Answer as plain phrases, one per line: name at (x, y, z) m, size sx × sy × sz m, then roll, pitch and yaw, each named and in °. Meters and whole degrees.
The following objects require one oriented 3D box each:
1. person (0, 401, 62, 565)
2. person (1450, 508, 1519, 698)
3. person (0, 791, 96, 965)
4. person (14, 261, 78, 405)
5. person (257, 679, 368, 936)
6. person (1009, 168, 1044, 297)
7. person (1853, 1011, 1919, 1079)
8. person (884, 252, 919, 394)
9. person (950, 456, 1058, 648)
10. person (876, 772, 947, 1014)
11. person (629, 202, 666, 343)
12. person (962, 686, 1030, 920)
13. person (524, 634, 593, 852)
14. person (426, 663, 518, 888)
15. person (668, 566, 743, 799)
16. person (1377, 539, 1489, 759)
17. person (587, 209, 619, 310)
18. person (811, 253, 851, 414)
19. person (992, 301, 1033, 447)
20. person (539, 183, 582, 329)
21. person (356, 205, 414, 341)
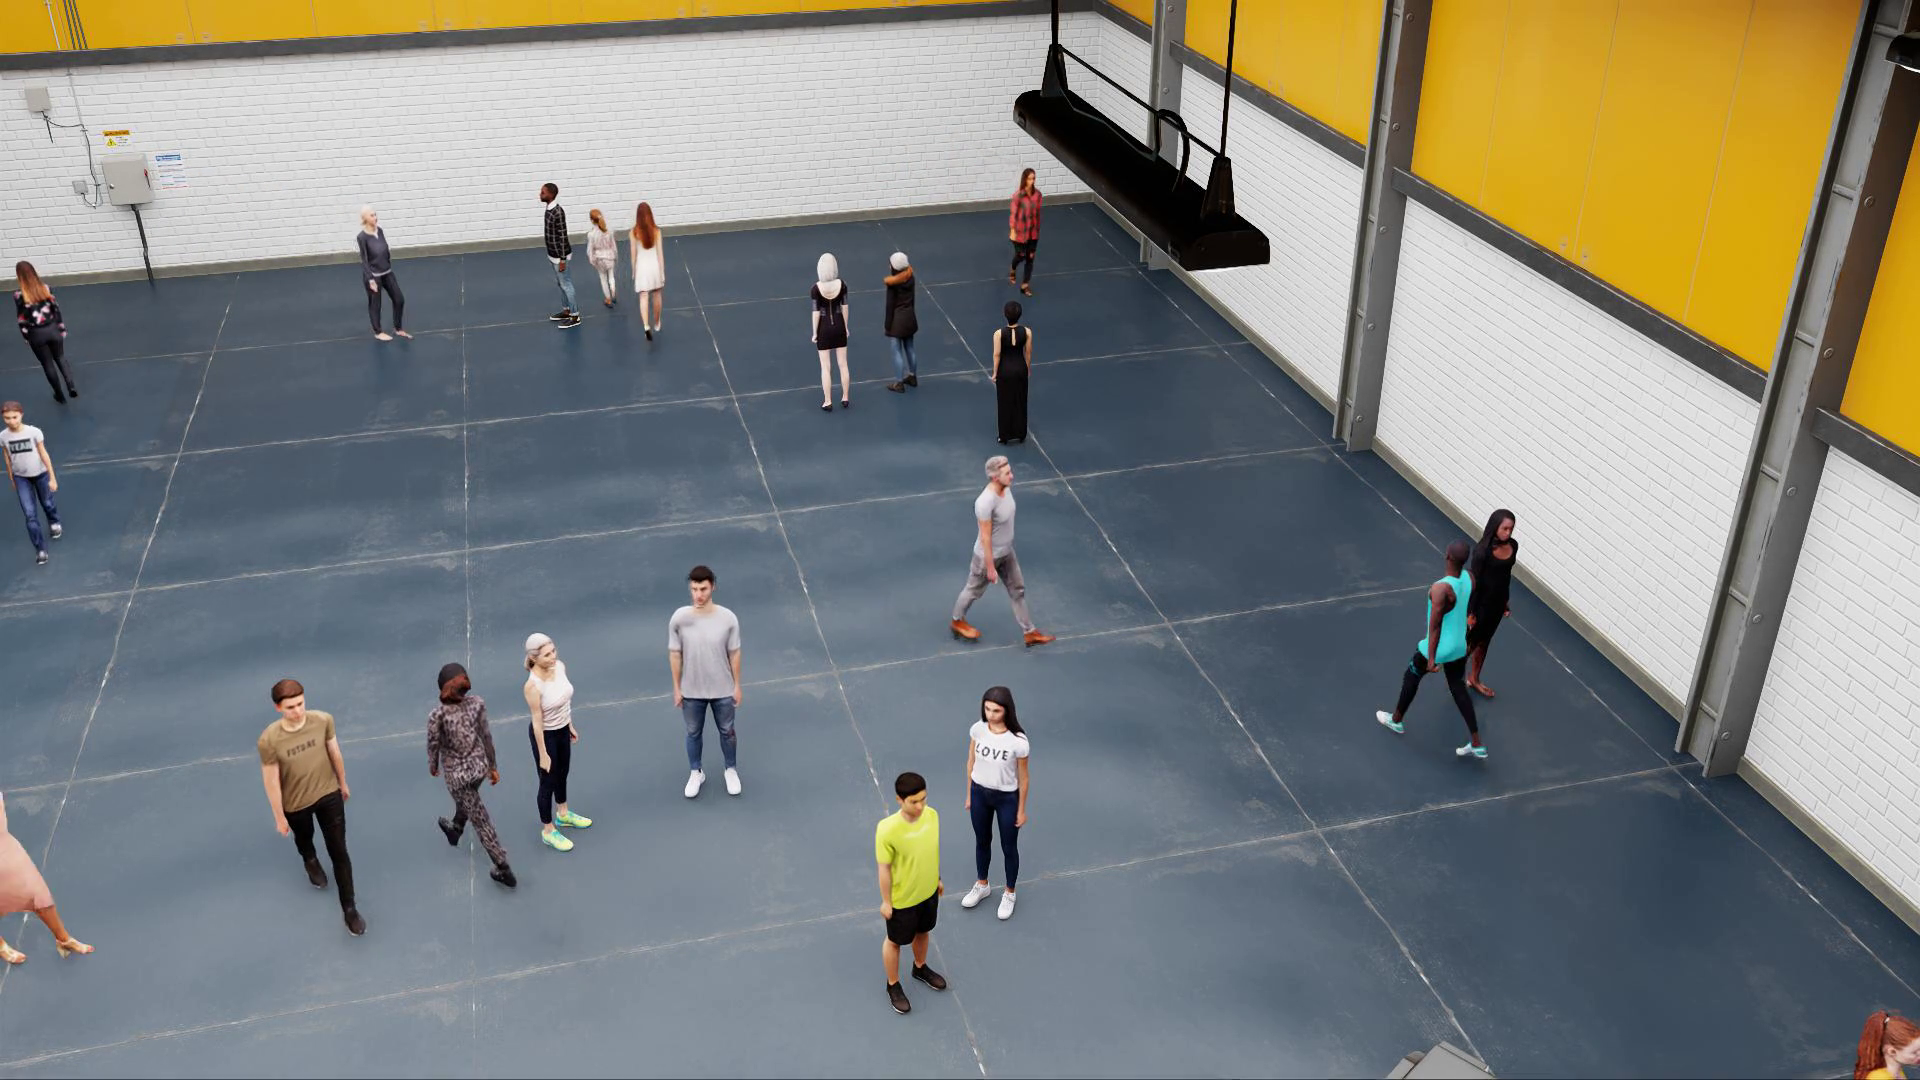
person at (-8.723, -0.621, 15.659) m, size 0.646 × 1.516 × 1.094 m, roll -11°, pitch 30°, yaw -19°
person at (4.221, 0.522, 13.348) m, size 0.668 × 1.721 × 0.612 m, roll -17°, pitch 33°, yaw -28°
person at (-6.247, 1.997, 10.556) m, size 0.923 × 1.807 × 0.956 m, roll 5°, pitch 29°, yaw 9°
person at (-10.178, -2.288, 18.549) m, size 0.822 × 1.675 × 0.758 m, roll 24°, pitch 36°, yaw 36°
person at (-4.375, 1.692, 11.114) m, size 0.985 × 1.808 × 1.336 m, roll -19°, pitch 34°, yaw -31°
person at (0.820, -4.042, 21.749) m, size 0.702 × 1.689 × 0.787 m, roll -13°, pitch 31°, yaw -23°
person at (4.624, 3.125, 8.546) m, size 0.744 × 1.751 × 0.670 m, roll 11°, pitch 31°, yaw 19°
person at (-0.664, -2.487, 18.959) m, size 0.768 × 1.631 × 0.729 m, roll 21°, pitch 35°, yaw 33°
person at (0.195, 0.115, 14.039) m, size 1.256 × 1.775 × 1.242 m, roll 13°, pitch 31°, yaw 23°
person at (-0.316, 2.155, 10.369) m, size 0.698 × 1.708 × 0.681 m, roll -22°, pitch 36°, yaw -35°
person at (-3.803, -3.253, 20.302) m, size 0.645 × 1.690 × 1.085 m, roll -4°, pitch 29°, yaw -6°
person at (0.246, 1.731, 11.077) m, size 0.665 × 1.775 × 0.714 m, roll 14°, pitch 31°, yaw 23°
person at (-2.895, 1.392, 11.774) m, size 0.747 × 1.702 × 0.638 m, roll 8°, pitch 30°, yaw 14°
person at (-3.313, 1.656, 11.329) m, size 1.185 × 1.665 × 0.964 m, roll 24°, pitch 37°, yaw 37°
person at (-1.855, 1.037, 12.228) m, size 0.705 × 1.890 × 0.613 m, roll -3°, pitch 29°, yaw -5°
person at (3.767, 0.877, 12.656) m, size 0.843 × 1.761 × 1.238 m, roll -17°, pitch 33°, yaw -29°
person at (-4.546, -3.588, 21.322) m, size 0.594 × 1.301 × 0.578 m, roll -15°, pitch 32°, yaw -26°
person at (-1.424, -2.296, 18.402) m, size 0.598 × 1.829 × 0.526 m, roll -11°, pitch 30°, yaw -19°
person at (0.552, -1.771, 17.675) m, size 0.575 × 1.604 × 0.490 m, roll -7°, pitch 29°, yaw -13°
person at (-4.987, -3.567, 20.742) m, size 0.764 × 1.820 × 0.570 m, roll -14°, pitch 31°, yaw -24°
person at (-7.167, -3.261, 20.295) m, size 0.879 × 1.711 × 0.819 m, roll 14°, pitch 31°, yaw 24°
